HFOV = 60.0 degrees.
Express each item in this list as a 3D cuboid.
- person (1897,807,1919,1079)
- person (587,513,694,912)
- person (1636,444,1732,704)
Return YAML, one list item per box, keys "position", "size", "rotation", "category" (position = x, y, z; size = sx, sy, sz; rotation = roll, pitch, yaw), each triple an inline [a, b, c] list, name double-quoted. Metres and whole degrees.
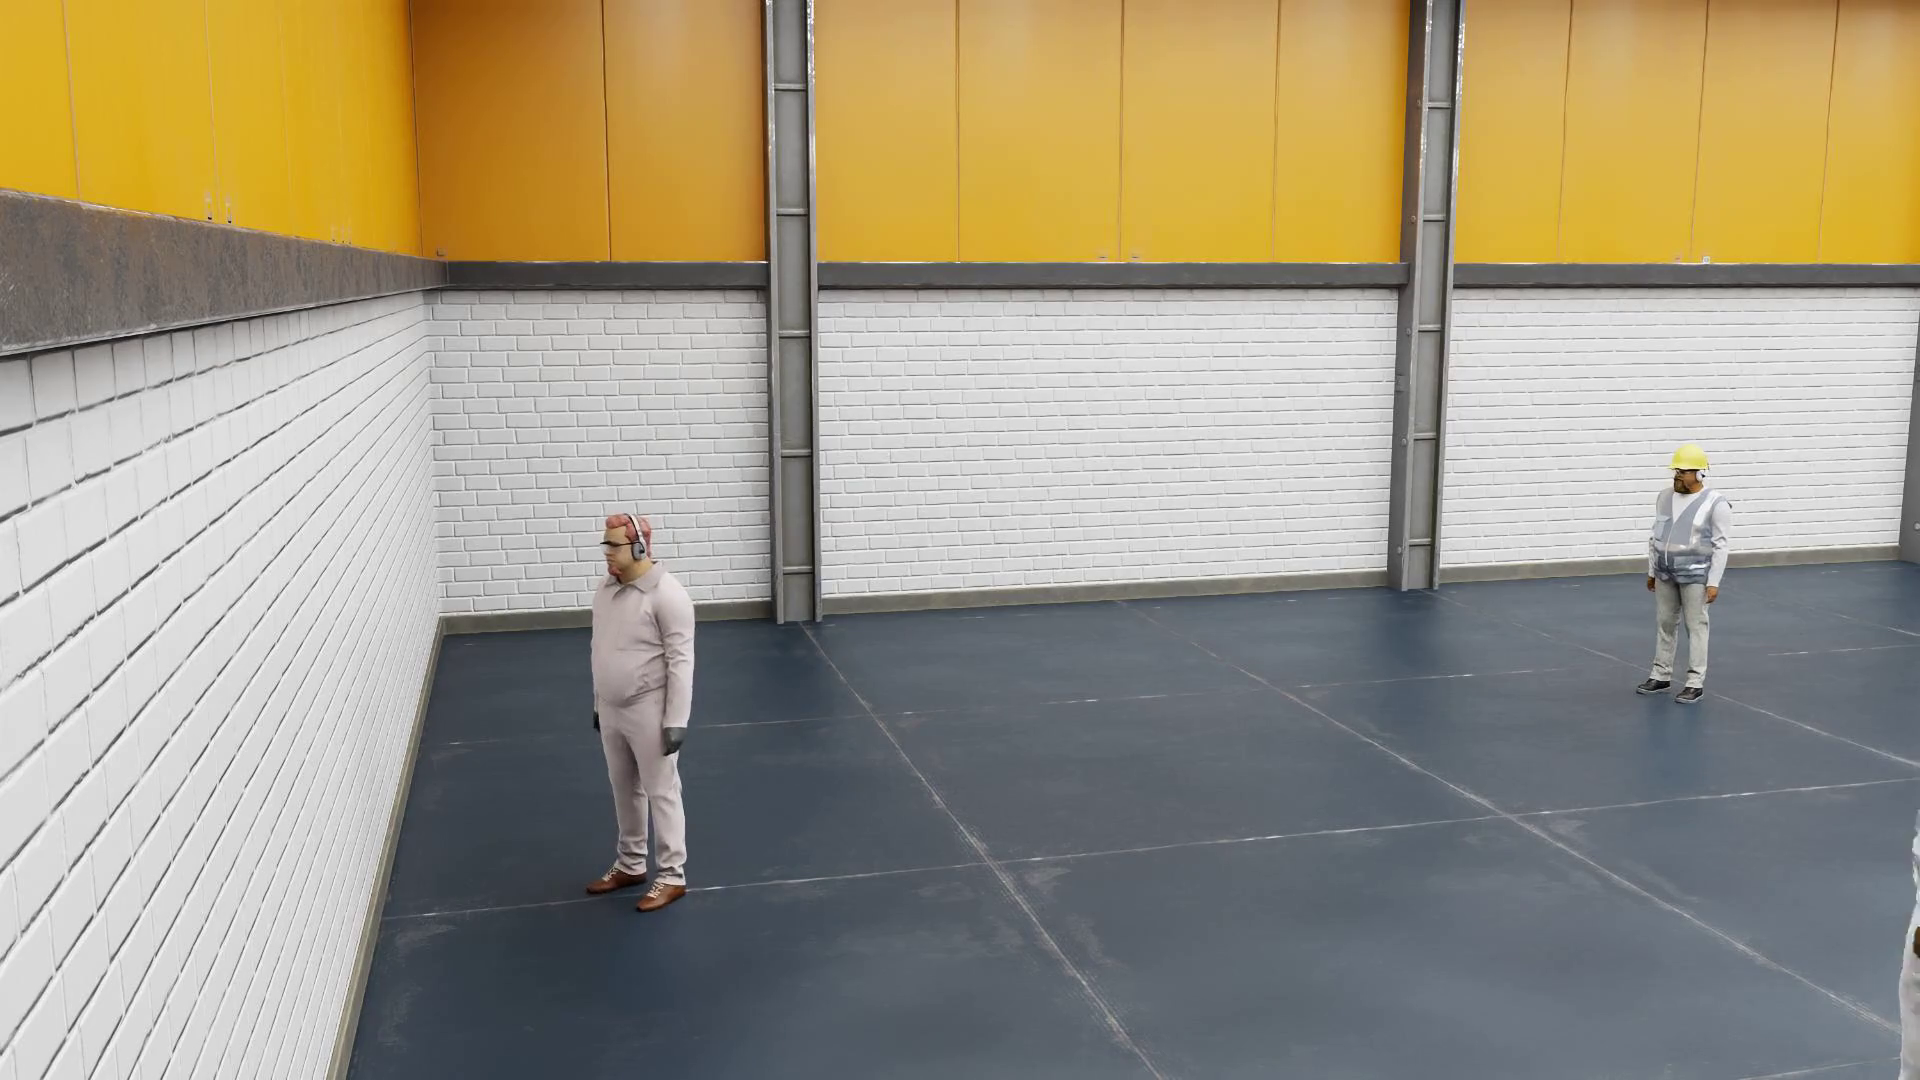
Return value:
- position: [3.461, 1.224, 5.571]
  size: [0.580, 1.859, 0.721]
  rotation: [-4, 10, -25]
  category: "person"
- position: [-1.560, 0.813, 7.964]
  size: [0.652, 1.906, 0.403]
  rotation: [8, 12, 40]
  category: "person"
- position: [5.129, 0.234, 11.809]
  size: [0.404, 1.832, 0.597]
  rotation: [-5, 11, -30]
  category: "person"
